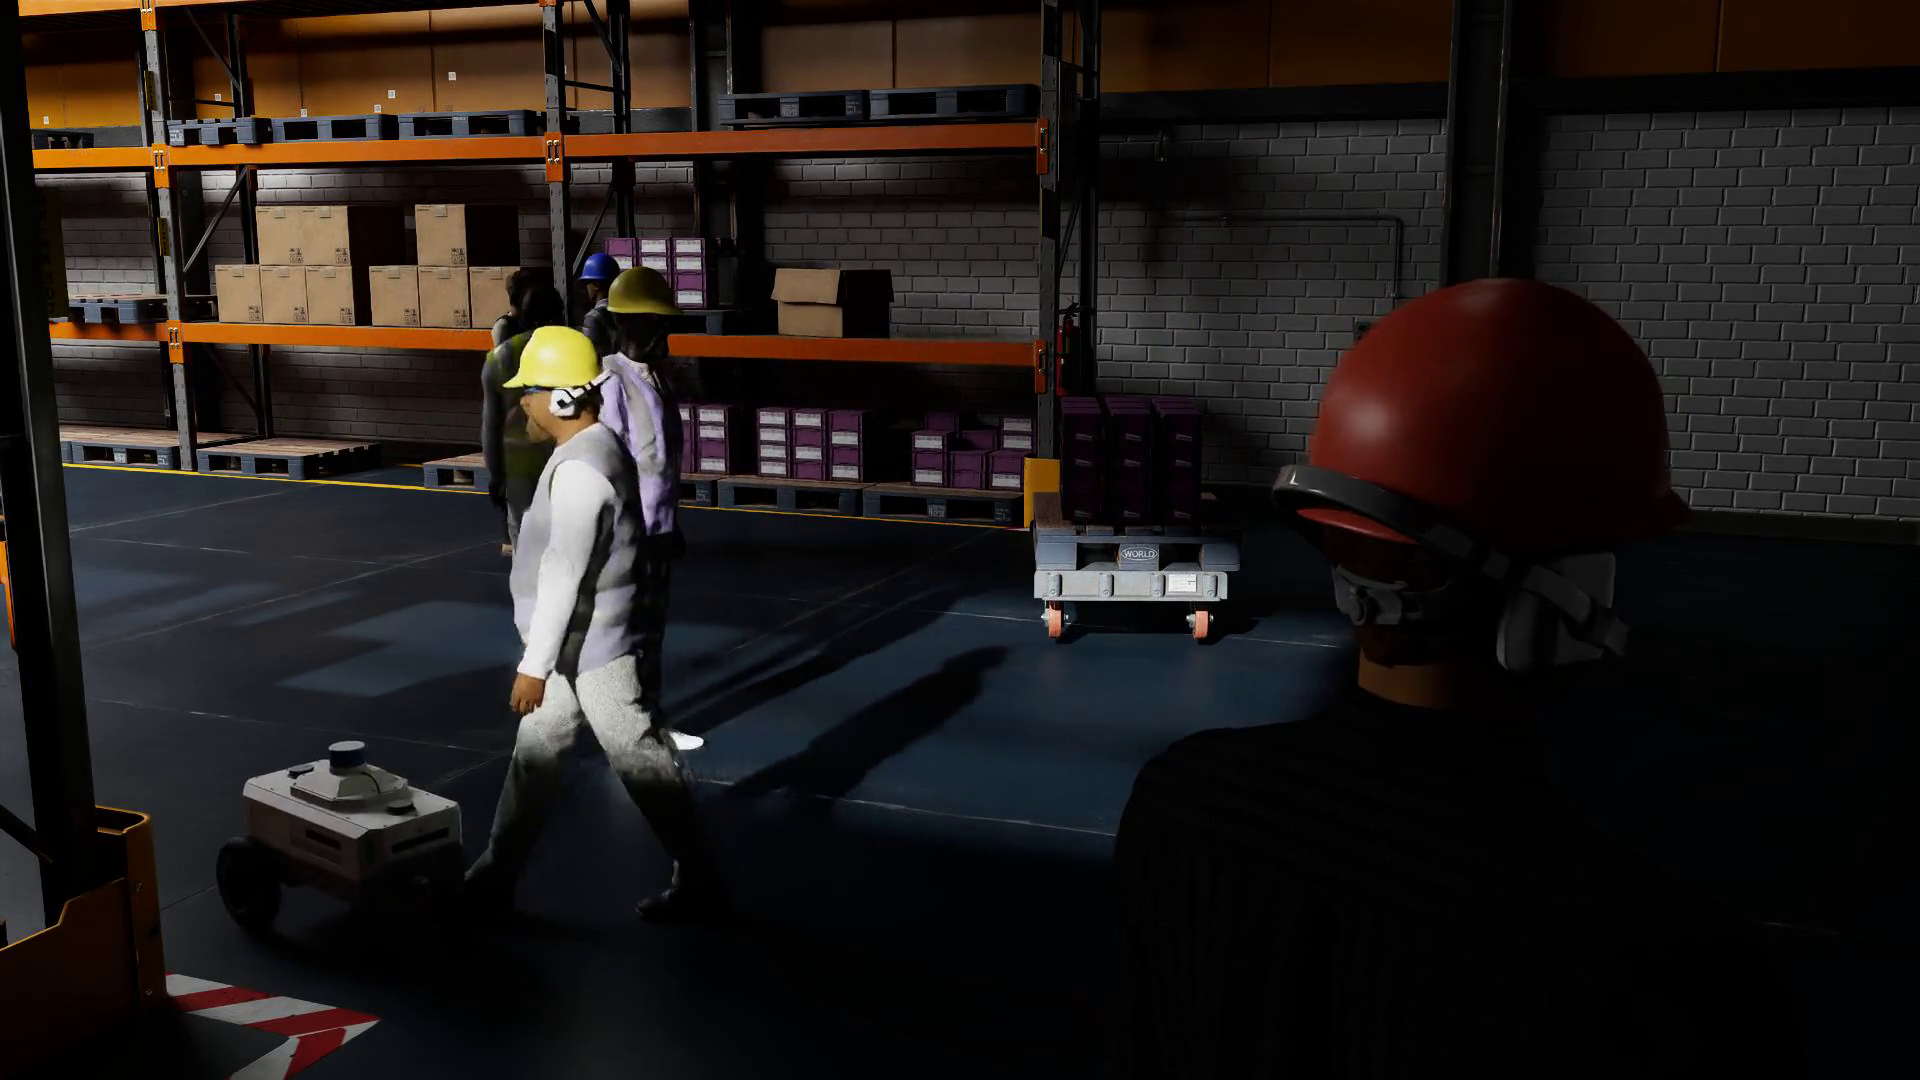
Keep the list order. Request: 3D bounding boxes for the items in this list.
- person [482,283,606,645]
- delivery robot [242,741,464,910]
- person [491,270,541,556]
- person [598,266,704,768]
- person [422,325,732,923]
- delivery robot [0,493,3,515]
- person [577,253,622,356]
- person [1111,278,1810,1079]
[{"bbox_3d":[-2.024,-0.349,8.226,0.659,1.821,0.555,-2,10,-11],"label":"person"},{"bbox_3d":[-1.786,0.835,4.887,0.707,0.478,0.477,8,13,38],"label":"delivery robot"},{"bbox_3d":[-2.819,-0.813,10.738,0.325,1.842,0.517,2,10,10],"label":"person"},{"bbox_3d":[-1.214,-0.078,6.408,0.362,1.928,0.587,2,10,9],"label":"person"},{"bbox_3d":[-1.117,0.275,4.847,0.931,1.782,0.603,-2,10,-12],"label":"person"},{"bbox_3d":[-6.423,-0.207,10.692,0.707,0.478,0.477,8,13,36],"label":"delivery robot"},{"bbox_3d":[-2.295,-0.894,10.896,0.397,1.946,0.617,3,11,14],"label":"person"},{"bbox_3d":[0.367,0.799,1.335,0.378,1.995,0.612,-8,13,-37],"label":"person"}]
